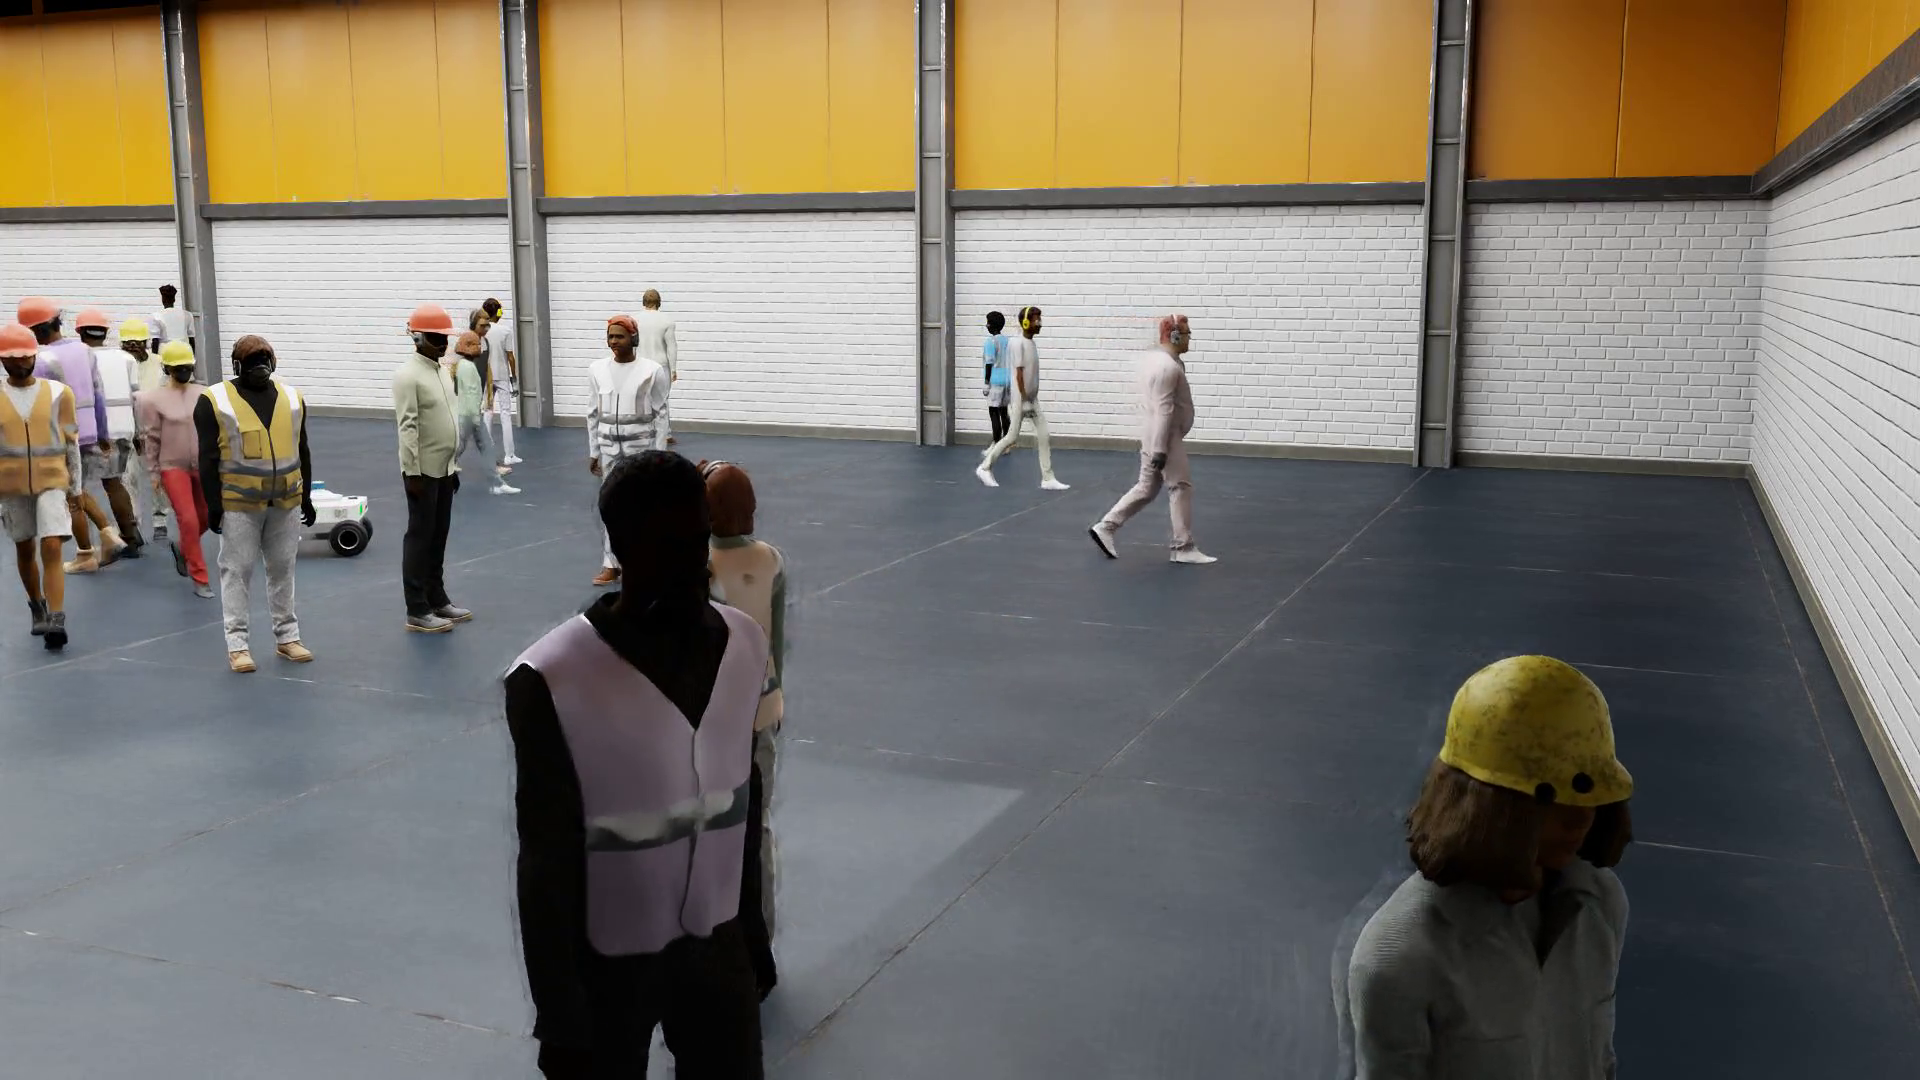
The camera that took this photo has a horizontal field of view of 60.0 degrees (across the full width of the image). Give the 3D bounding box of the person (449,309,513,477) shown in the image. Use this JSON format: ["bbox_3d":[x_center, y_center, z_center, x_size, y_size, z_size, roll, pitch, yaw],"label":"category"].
[{"bbox_3d":[-5.173,-1.547,17.549,0.985,1.779,0.553,4,10,24],"label":"person"}]

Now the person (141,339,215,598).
[{"bbox_3d":[-5.268,-0.498,11.284,0.735,1.743,0.524,9,13,44],"label":"person"}]

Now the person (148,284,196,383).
[{"bbox_3d":[-10.731,-2.496,22.692,0.373,1.966,0.607,9,13,44],"label":"person"}]

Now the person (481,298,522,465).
[{"bbox_3d":[-5.187,-1.767,18.587,0.518,1.865,0.326,1,9,5],"label":"person"}]

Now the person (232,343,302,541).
[{"bbox_3d":[-5.547,-0.774,13.261,0.506,1.632,0.268,1,9,5],"label":"person"}]

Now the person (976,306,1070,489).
[{"bbox_3d":[0.604,-1.414,16.559,0.935,1.833,0.520,5,11,28],"label":"person"}]

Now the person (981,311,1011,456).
[{"bbox_3d":[0.435,-1.827,19.475,0.319,1.694,0.532,5,11,28],"label":"person"}]

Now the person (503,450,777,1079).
[{"bbox_3d":[-0.589,0.769,3.198,0.640,1.927,0.610,8,12,39],"label":"person"}]

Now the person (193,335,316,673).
[{"bbox_3d":[-3.867,-0.207,9.199,0.430,1.845,0.619,9,13,44],"label":"person"}]

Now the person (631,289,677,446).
[{"bbox_3d":[-3.783,-2.118,20.484,0.629,1.939,0.371,1,9,9],"label":"person"}]

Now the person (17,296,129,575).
[{"bbox_3d":[-6.351,-0.722,11.823,0.448,2.003,0.679,2,10,12],"label":"person"}]

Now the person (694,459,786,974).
[{"bbox_3d":[-0.735,0.564,5.156,0.376,1.631,0.538,6,11,33],"label":"person"}]

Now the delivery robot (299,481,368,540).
[{"bbox_3d":[-4.948,-0.209,12.816,0.707,0.478,0.477,-2,10,-14],"label":"delivery robot"}]

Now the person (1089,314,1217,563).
[{"bbox_3d":[1.443,-0.749,12.415,0.891,1.877,0.655,0,9,-1],"label":"person"}]

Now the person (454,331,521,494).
[{"bbox_3d":[-4.744,-1.213,16.028,0.858,1.593,0.509,-2,10,-14],"label":"person"}]

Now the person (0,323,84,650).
[{"bbox_3d":[-5.435,-0.312,9.700,0.573,1.879,1.000,-5,11,-28],"label":"person"}]

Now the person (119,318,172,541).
[{"bbox_3d":[-6.498,-0.854,13.231,0.608,1.802,0.772,-5,10,-26],"label":"person"}]

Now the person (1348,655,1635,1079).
[{"bbox_3d":[0.742,1.001,2.228,0.503,1.724,0.533,-5,11,-27],"label":"person"}]

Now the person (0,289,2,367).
[{"bbox_3d":[-14.853,-3.001,25.520,0.615,2.041,0.387,6,11,34],"label":"person"}]

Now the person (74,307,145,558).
[{"bbox_3d":[-6.474,-0.800,12.595,0.516,1.900,0.572,3,10,19],"label":"person"}]

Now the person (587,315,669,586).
[{"bbox_3d":[-2.304,-0.610,11.517,0.576,1.882,0.362,2,10,12],"label":"person"}]

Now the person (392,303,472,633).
[{"bbox_3d":[-3.219,-0.442,10.166,0.399,1.989,0.622,1,9,6],"label":"person"}]
